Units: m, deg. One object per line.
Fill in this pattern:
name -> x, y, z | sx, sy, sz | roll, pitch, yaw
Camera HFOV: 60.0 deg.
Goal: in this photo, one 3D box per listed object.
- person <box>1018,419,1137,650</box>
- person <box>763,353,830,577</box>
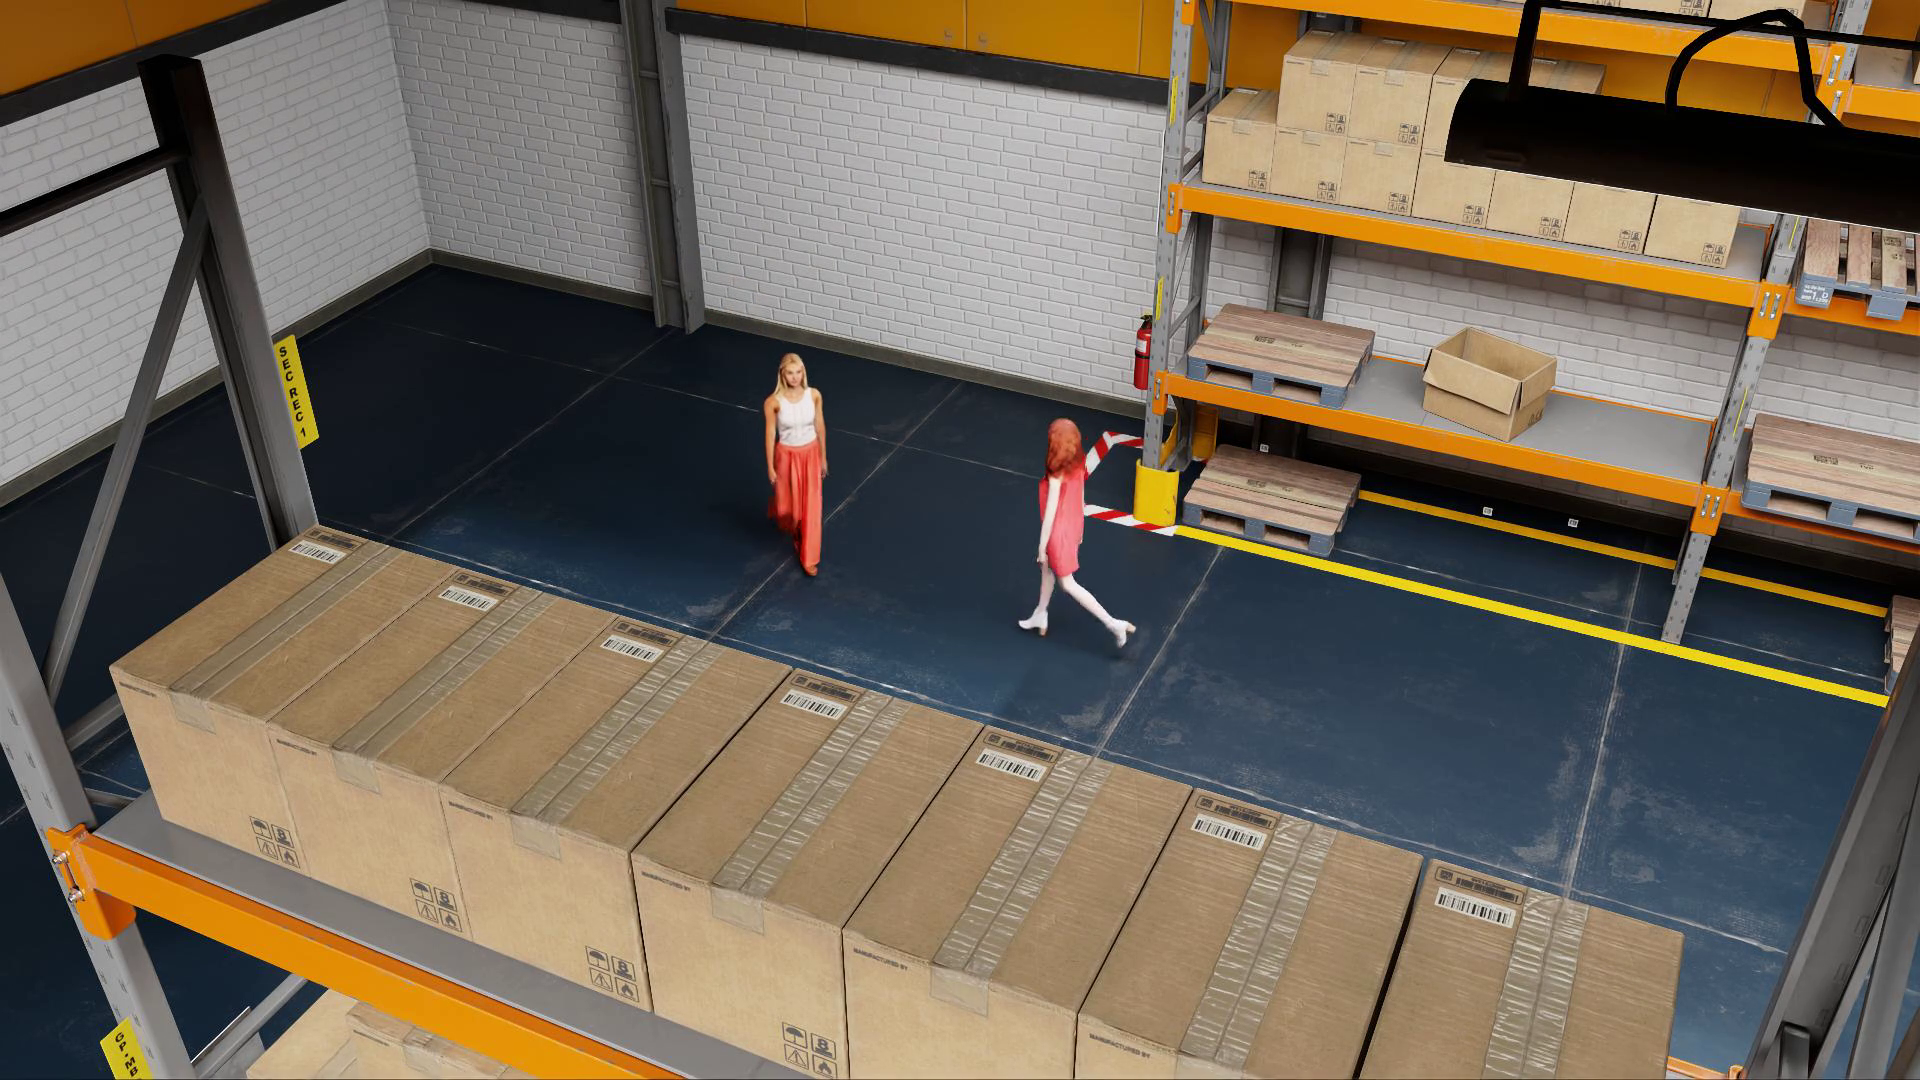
person -> 0.796, 0.017, 11.451 | 1.152, 1.796, 0.672 | 15, 36, 21
person -> -1.245, -0.622, 12.420 | 0.941, 1.789, 1.018 | -13, 36, -19
